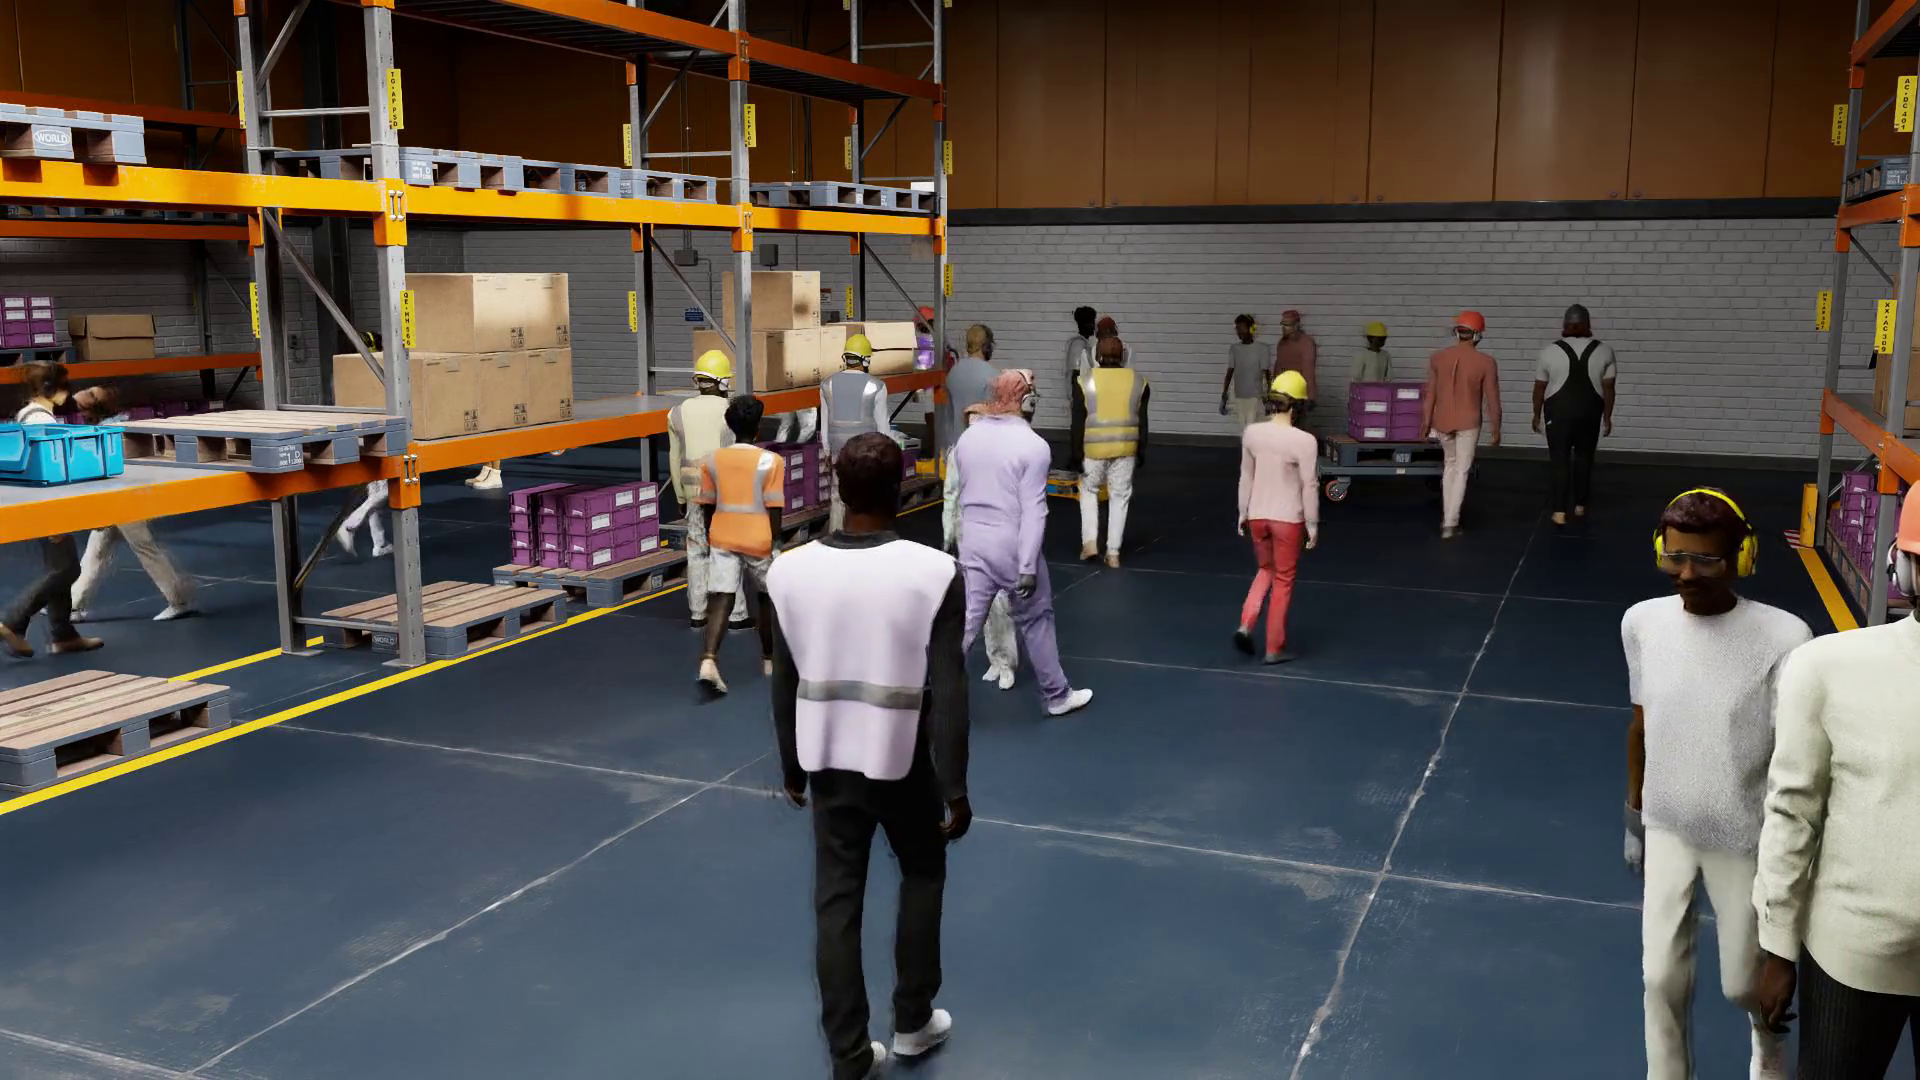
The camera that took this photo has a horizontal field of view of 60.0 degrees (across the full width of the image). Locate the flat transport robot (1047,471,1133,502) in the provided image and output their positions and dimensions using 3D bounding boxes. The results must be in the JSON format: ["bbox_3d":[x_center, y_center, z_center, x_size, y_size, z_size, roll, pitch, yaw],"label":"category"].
[{"bbox_3d":[1.004,-0.574,17.069,1.431,0.197,0.652,8,12,40],"label":"flat transport robot"}]

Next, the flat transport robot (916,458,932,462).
[{"bbox_3d":[-0.022,-0.748,18.127,0.652,0.197,1.431,-6,11,-33],"label":"flat transport robot"}]

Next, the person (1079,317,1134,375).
[{"bbox_3d":[1.536,-1.414,17.461,0.589,1.832,1.008,1,9,5],"label":"person"}]

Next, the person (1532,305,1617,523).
[{"bbox_3d":[5.704,-1.204,15.537,0.706,2.000,0.919,2,10,12],"label":"person"}]

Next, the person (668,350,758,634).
[{"bbox_3d":[-1.568,-0.302,10.702,0.590,1.833,0.403,3,10,16],"label":"person"}]

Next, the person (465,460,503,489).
[{"bbox_3d":[-5.097,-1.563,17.705,0.371,2.044,0.608,-5,11,-28],"label":"person"}]

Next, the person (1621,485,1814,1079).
[{"bbox_3d":[2.006,0.757,4.341,0.783,1.828,0.545,-8,13,-42],"label":"person"}]

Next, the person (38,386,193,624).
[{"bbox_3d":[-5.597,-0.225,10.979,0.920,1.577,0.532,-5,11,-28],"label":"person"}]

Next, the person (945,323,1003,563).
[{"bbox_3d":[0.213,-0.694,12.777,0.620,1.925,0.662,-7,12,-38],"label":"person"}]

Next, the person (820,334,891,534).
[{"bbox_3d":[-0.831,-0.733,13.353,0.596,1.826,0.403,3,10,20],"label":"person"}]

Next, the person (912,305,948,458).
[{"bbox_3d":[-0.243,-1.835,19.827,0.783,1.903,0.607,6,11,31],"label":"person"}]

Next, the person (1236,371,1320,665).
[{"bbox_3d":[1.895,-0.125,9.845,0.368,1.751,0.557,-8,12,-41],"label":"person"}]

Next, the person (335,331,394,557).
[{"bbox_3d":[-4.799,-0.752,13.389,0.515,1.854,0.636,7,12,35],"label":"person"}]

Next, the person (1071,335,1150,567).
[{"bbox_3d":[1.176,-0.698,13.107,0.633,1.828,0.470,-1,9,-4],"label":"person"}]

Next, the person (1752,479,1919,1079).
[{"bbox_3d":[1.918,0.833,3.331,0.611,1.995,0.375,2,10,13],"label":"person"}]

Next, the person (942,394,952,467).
[{"bbox_3d":[0.122,-0.729,13.932,0.523,1.613,0.549,1,9,4],"label":"person"}]

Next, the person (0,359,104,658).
[{"bbox_3d":[-5.536,-0.171,9.985,0.541,1.819,0.536,-9,13,-42],"label":"person"}]

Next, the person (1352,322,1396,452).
[{"bbox_3d":[4.735,-1.602,18.878,0.545,1.719,0.902,-6,11,-33],"label":"person"}]

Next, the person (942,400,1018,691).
[{"bbox_3d":[0.154,0.031,9.345,0.516,1.616,0.577,4,10,22],"label":"person"}]

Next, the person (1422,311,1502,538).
[{"bbox_3d":[4.442,-1.017,14.603,0.656,1.968,0.715,8,13,41],"label":"person"}]

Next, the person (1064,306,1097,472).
[{"bbox_3d":[1.343,-1.589,18.187,0.403,1.930,0.663,1,9,5],"label":"person"}]

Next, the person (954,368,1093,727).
[{"bbox_3d":[0.225,0.051,8.530,0.666,1.851,1.022,9,13,43],"label":"person"}]

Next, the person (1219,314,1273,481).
[{"bbox_3d":[3.120,-1.530,18.131,0.528,1.837,0.594,9,13,43],"label":"person"}]

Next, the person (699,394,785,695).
[{"bbox_3d":[-1.227,0.020,9.264,0.535,1.664,0.844,3,10,17],"label":"person"}]

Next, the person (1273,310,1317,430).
[{"bbox_3d":[3.736,-1.638,18.657,0.478,1.873,0.751,-3,10,-16],"label":"person"}]

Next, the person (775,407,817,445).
[{"bbox_3d":[-1.816,-1.592,18.313,0.483,1.910,0.677,-6,11,-34],"label":"person"}]

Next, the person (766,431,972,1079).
[{"bbox_3d":[-0.232,0.627,4.863,0.630,1.895,0.692,3,10,15],"label":"person"}]

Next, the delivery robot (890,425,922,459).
[{"bbox_3d":[-0.763,-1.068,18.923,0.477,0.478,0.707,-8,12,-40],"label":"delivery robot"}]
